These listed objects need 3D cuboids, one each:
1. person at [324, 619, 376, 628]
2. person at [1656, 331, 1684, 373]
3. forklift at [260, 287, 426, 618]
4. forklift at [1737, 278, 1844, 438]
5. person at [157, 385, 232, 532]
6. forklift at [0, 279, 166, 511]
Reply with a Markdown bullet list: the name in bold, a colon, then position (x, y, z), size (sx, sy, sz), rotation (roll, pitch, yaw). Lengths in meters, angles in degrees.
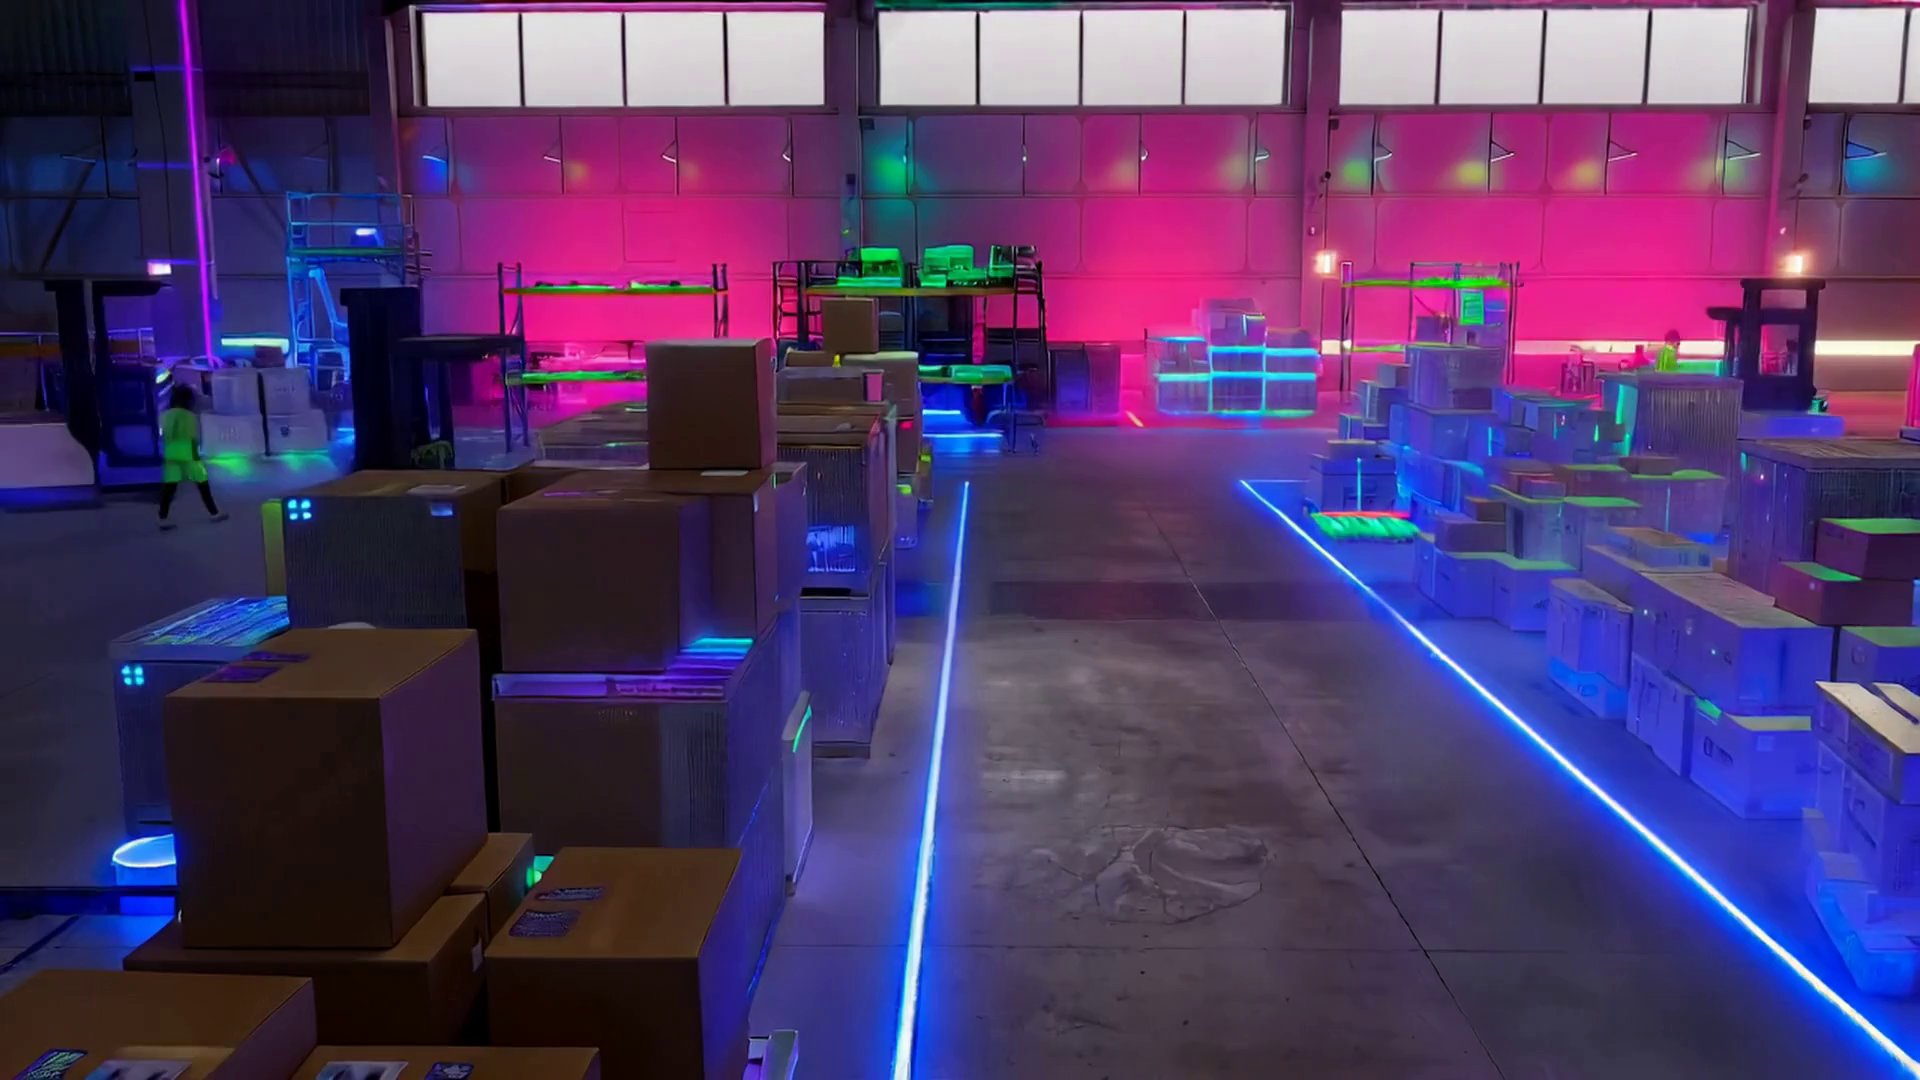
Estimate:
- **person**: position (-2.003, 1.172, 5.783), size (0.763, 1.814, 0.662), rotation (1, 10, 5)
- **person**: position (11.759, -2.556, 27.869), size (0.912, 1.908, 0.545), rotation (0, 9, -2)
- **forklift**: position (-4.772, -0.711, 13.897), size (1.873, 2.768, 1.129), rotation (0, 9, 1)
- **forklift**: position (10.738, -2.047, 21.897), size (1.129, 2.768, 1.873), rotation (0, 9, 1)
- **person**: position (-8.806, -0.942, 18.942), size (0.533, 1.644, 0.875), rotation (4, 10, 24)
- **forklift**: position (-10.977, -1.841, 20.663), size (1.873, 2.768, 1.129), rotation (-5, 11, -27)
